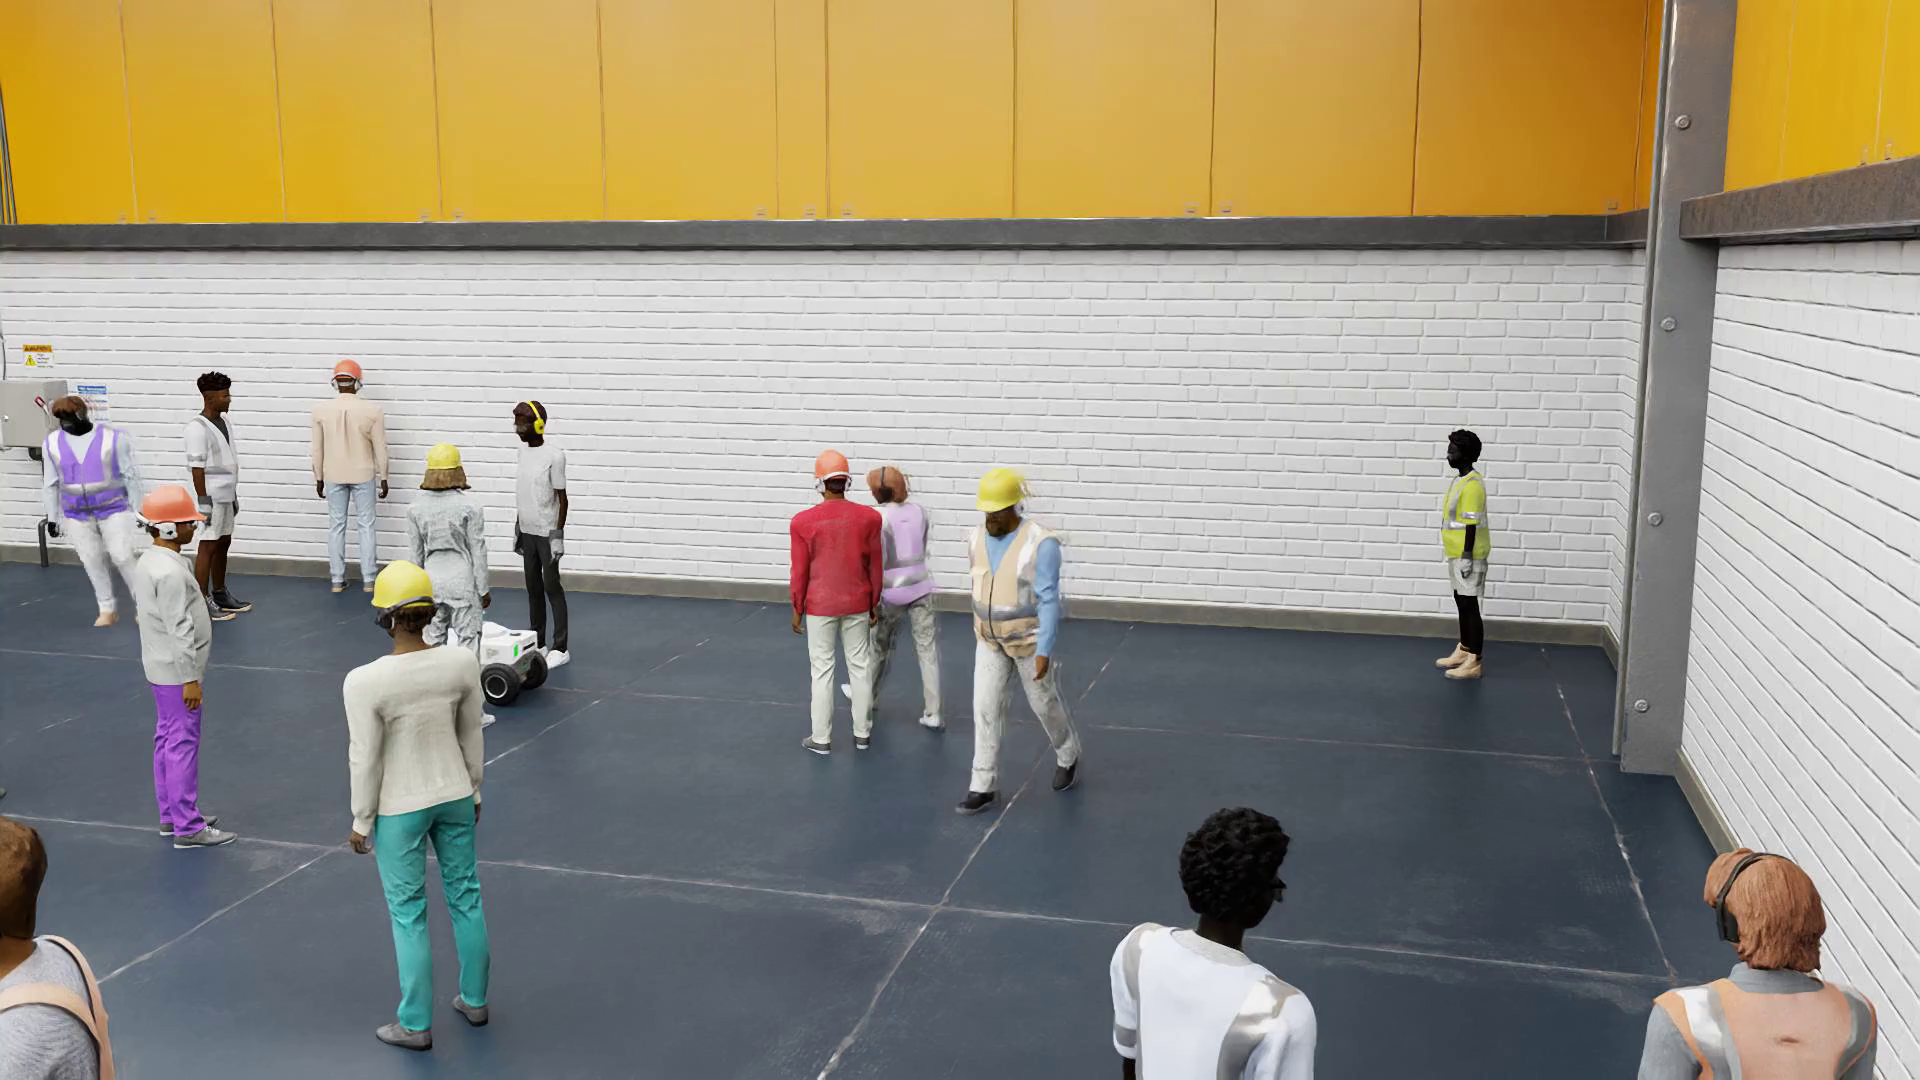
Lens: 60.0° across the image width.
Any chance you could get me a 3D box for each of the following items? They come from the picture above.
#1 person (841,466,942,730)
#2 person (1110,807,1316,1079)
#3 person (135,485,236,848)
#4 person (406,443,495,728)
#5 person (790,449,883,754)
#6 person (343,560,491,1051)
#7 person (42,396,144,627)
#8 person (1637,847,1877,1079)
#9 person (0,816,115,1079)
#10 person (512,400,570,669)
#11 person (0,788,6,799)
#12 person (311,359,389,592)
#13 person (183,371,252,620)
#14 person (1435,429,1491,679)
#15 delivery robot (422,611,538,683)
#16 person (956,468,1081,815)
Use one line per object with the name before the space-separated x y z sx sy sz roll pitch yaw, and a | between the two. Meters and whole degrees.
person | -0.398 0.335 10.143 0.540 1.577 0.873 -7 12 -37
person | 0.542 1.397 3.589 0.319 1.688 0.539 -9 13 -41
person | -3.768 0.607 8.045 0.326 1.752 0.559 -7 12 -36
person | -3.063 0.282 10.016 0.486 1.737 0.315 2 10 9
person | -0.712 0.351 9.547 0.562 1.752 0.323 -4 10 -23
person | -1.957 0.949 5.992 0.331 1.768 0.526 9 13 41
person | -6.628 -0.209 12.716 0.665 1.805 0.438 -2 10 -12
person | 1.631 1.444 3.474 0.524 1.630 0.324 -2 10 -10
person | -1.737 1.396 3.136 0.327 1.842 0.518 -4 10 -22
person | -2.922 -0.035 11.520 0.521 1.860 0.327 7 12 37
person | -5.229 0.523 8.505 0.522 1.769 0.311 -3 10 -20
person | -5.165 -0.539 14.136 0.624 1.981 0.412 -1 10 -9
person | -5.860 -0.351 13.102 0.385 1.957 0.603 0 10 -1
person | 3.422 0.090 11.282 0.322 1.690 0.532 1 10 5
delivery robot | -3.108 0.701 10.736 0.707 0.478 0.477 2 10 10
person | 0.328 0.490 8.646 0.609 1.789 0.854 7 12 35
